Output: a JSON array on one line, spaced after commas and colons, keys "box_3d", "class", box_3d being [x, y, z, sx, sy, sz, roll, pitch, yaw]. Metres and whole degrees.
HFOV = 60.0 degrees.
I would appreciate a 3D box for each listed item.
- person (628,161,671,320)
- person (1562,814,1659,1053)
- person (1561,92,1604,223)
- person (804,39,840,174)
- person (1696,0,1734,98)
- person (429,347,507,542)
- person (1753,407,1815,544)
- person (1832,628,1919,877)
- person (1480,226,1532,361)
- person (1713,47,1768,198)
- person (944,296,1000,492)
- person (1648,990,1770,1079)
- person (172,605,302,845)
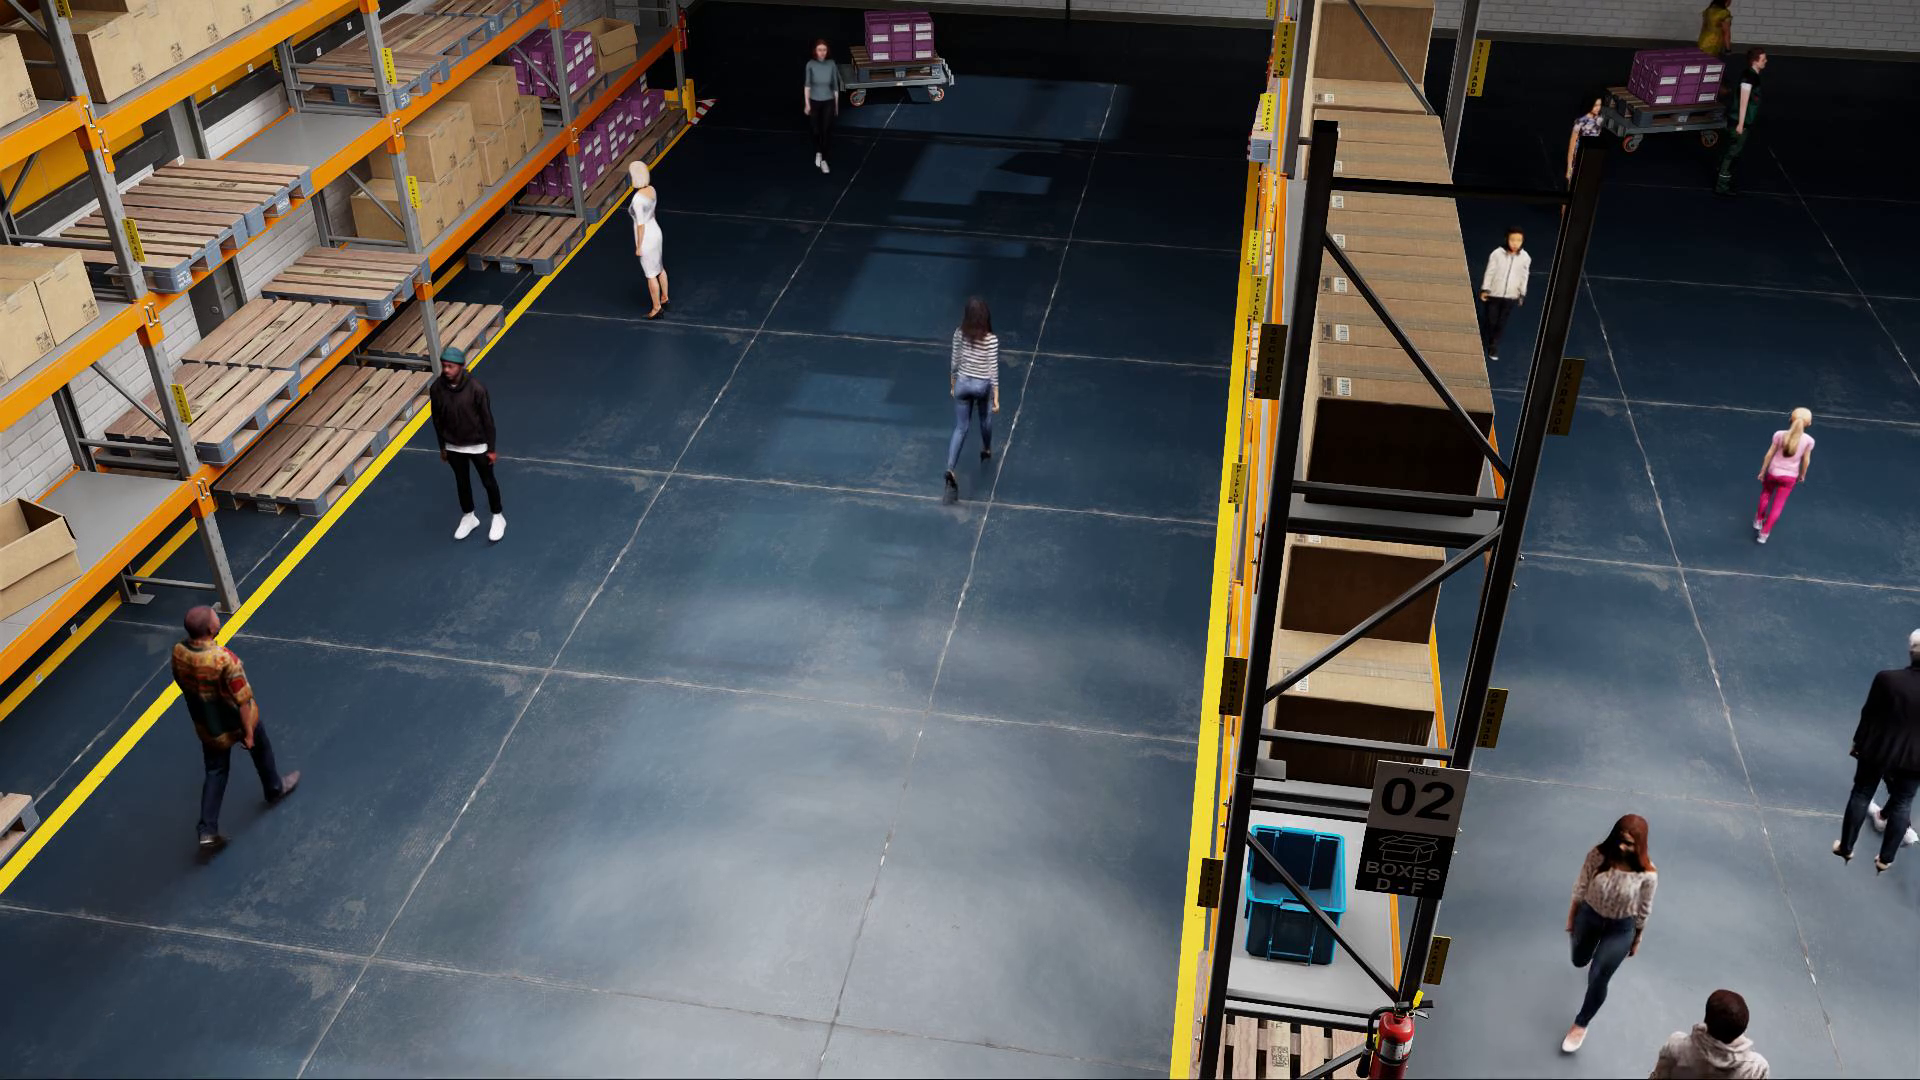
[{"box_3d": [-3.322, -3.200, 17.741, 0.643, 1.750, 0.475, 9, 35, 13], "class": "person"}, {"box_3d": [3.787, 2.188, 9.676, 0.866, 1.705, 1.060, 23, 40, 30], "class": "person"}, {"box_3d": [7.290, -4.458, 19.656, 0.741, 1.726, 0.768, -13, 36, -19], "class": "person"}, {"box_3d": [-1.790, -5.591, 21.355, 0.714, 1.732, 0.746, -7, 34, -11], "class": "person"}, {"box_3d": [10.500, -6.919, 23.453, 1.076, 1.622, 1.204, -4, 34, -6], "class": "person"}, {"box_3d": [-4.171, -0.831, 14.116, 0.683, 1.817, 0.575, 3, 34, 5], "class": "person"}, {"box_3d": [7.004, -0.536, 14.173, 0.612, 1.262, 0.714, 17, 37, 24], "class": "person"}, {"box_3d": [5.714, 1.290, 10.065, 0.780, 1.777, 0.690, 16, 37, 22], "class": "person"}, {"box_3d": [5.548, -2.568, 17.062, 0.624, 1.449, 0.556, 2, 34, 3], "class": "person"}, {"box_3d": [9.718, -5.217, 20.692, 0.726, 1.842, 0.553, 10, 35, 14], "class": "person"}, {"box_3d": [0.079, -1.250, 14.812, 0.777, 1.745, 1.211, 13, 36, 19], "class": "person"}, {"box_3d": [3.660, 3.009, 8.315, 0.747, 1.844, 0.912, 10, 35, 15], "class": "person"}, {"box_3d": [-4.941, 1.241, 11.035, 0.742, 1.777, 1.168, 8, 35, 13], "class": "person"}]
